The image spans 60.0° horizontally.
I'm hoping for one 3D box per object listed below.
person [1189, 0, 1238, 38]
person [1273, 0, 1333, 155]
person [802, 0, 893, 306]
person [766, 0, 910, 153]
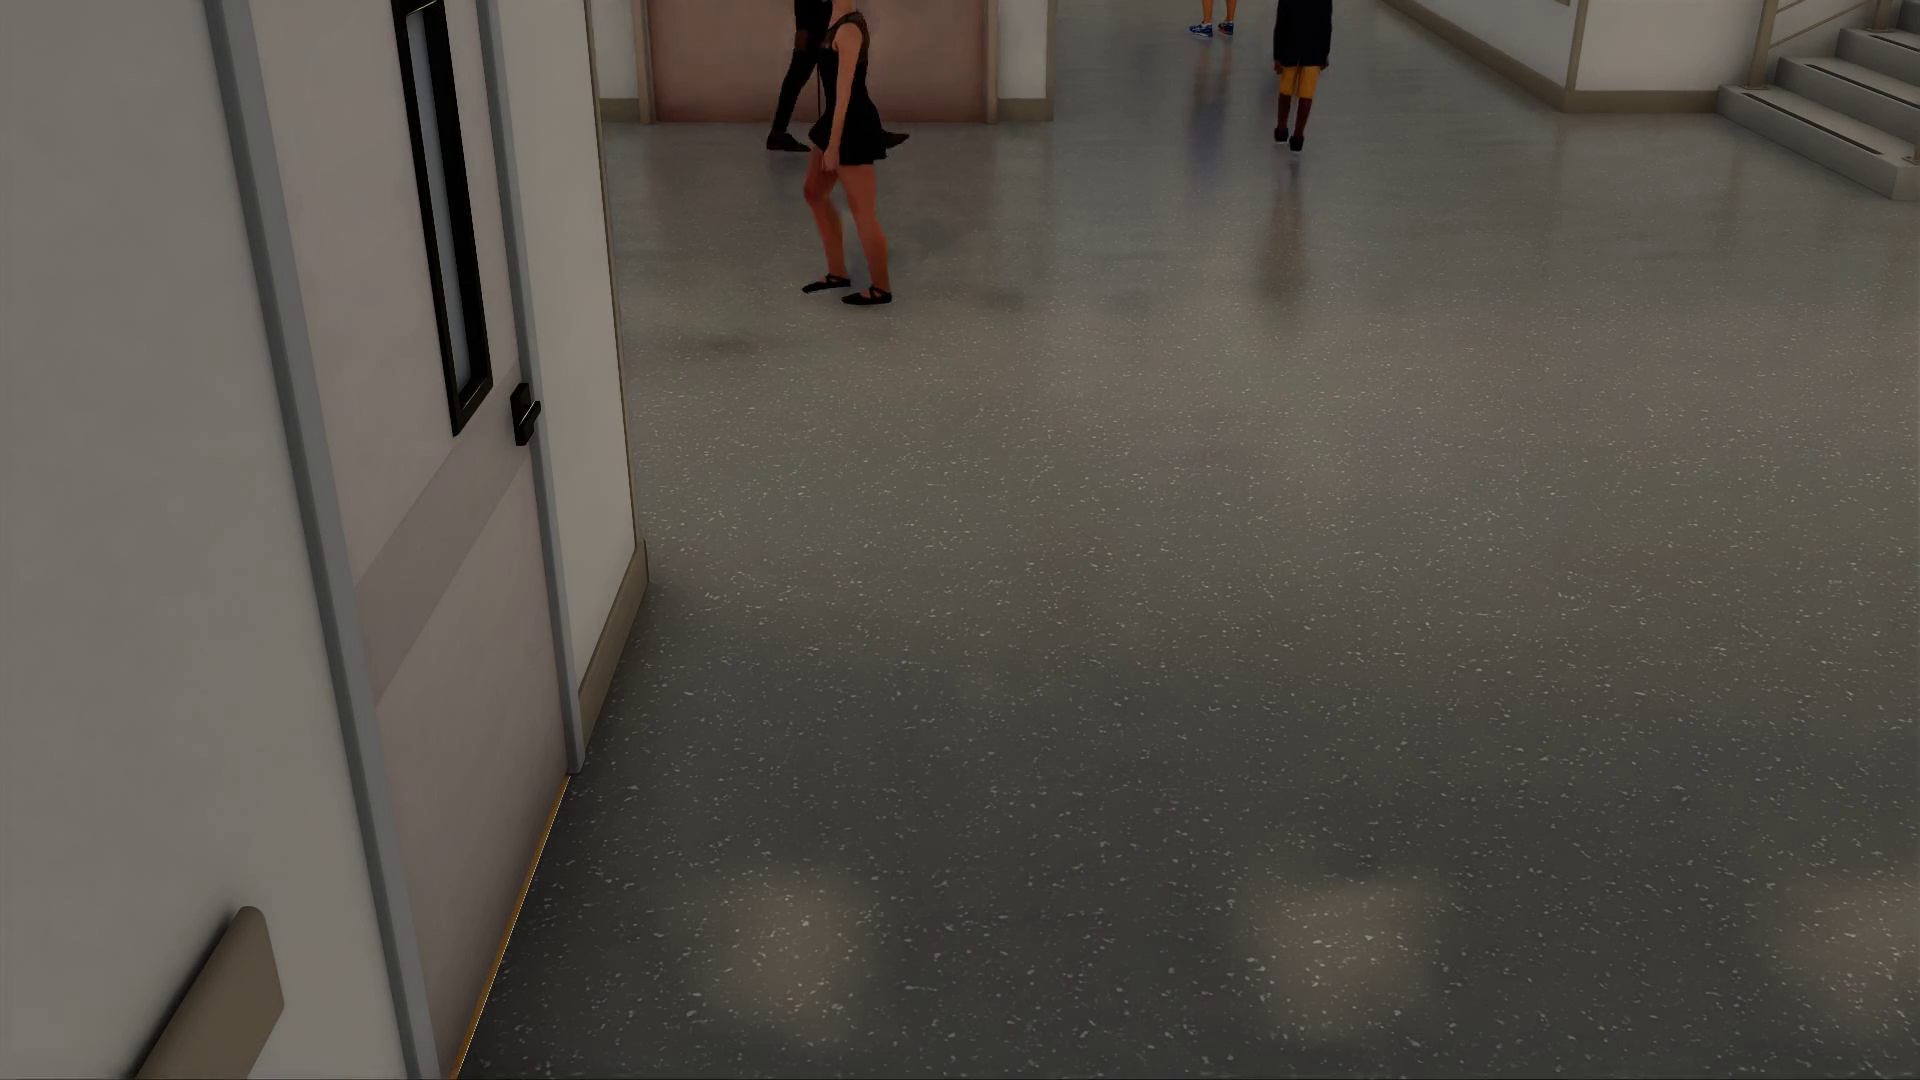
[{"bbox_3d":[2.362,-5.549,15.076,0.629,1.867,0.752,-10,28,-21],"label":"person"},{"bbox_3d":[2.217,-3.142,10.790,0.655,1.253,0.653,5,26,11],"label":"person"},{"bbox_3d":[-0.431,-1.898,7.740,0.679,1.663,0.628,-3,26,-6],"label":"person"},{"bbox_3d":[-0.991,-3.288,10.514,1.217,1.757,0.786,4,26,8],"label":"person"}]
